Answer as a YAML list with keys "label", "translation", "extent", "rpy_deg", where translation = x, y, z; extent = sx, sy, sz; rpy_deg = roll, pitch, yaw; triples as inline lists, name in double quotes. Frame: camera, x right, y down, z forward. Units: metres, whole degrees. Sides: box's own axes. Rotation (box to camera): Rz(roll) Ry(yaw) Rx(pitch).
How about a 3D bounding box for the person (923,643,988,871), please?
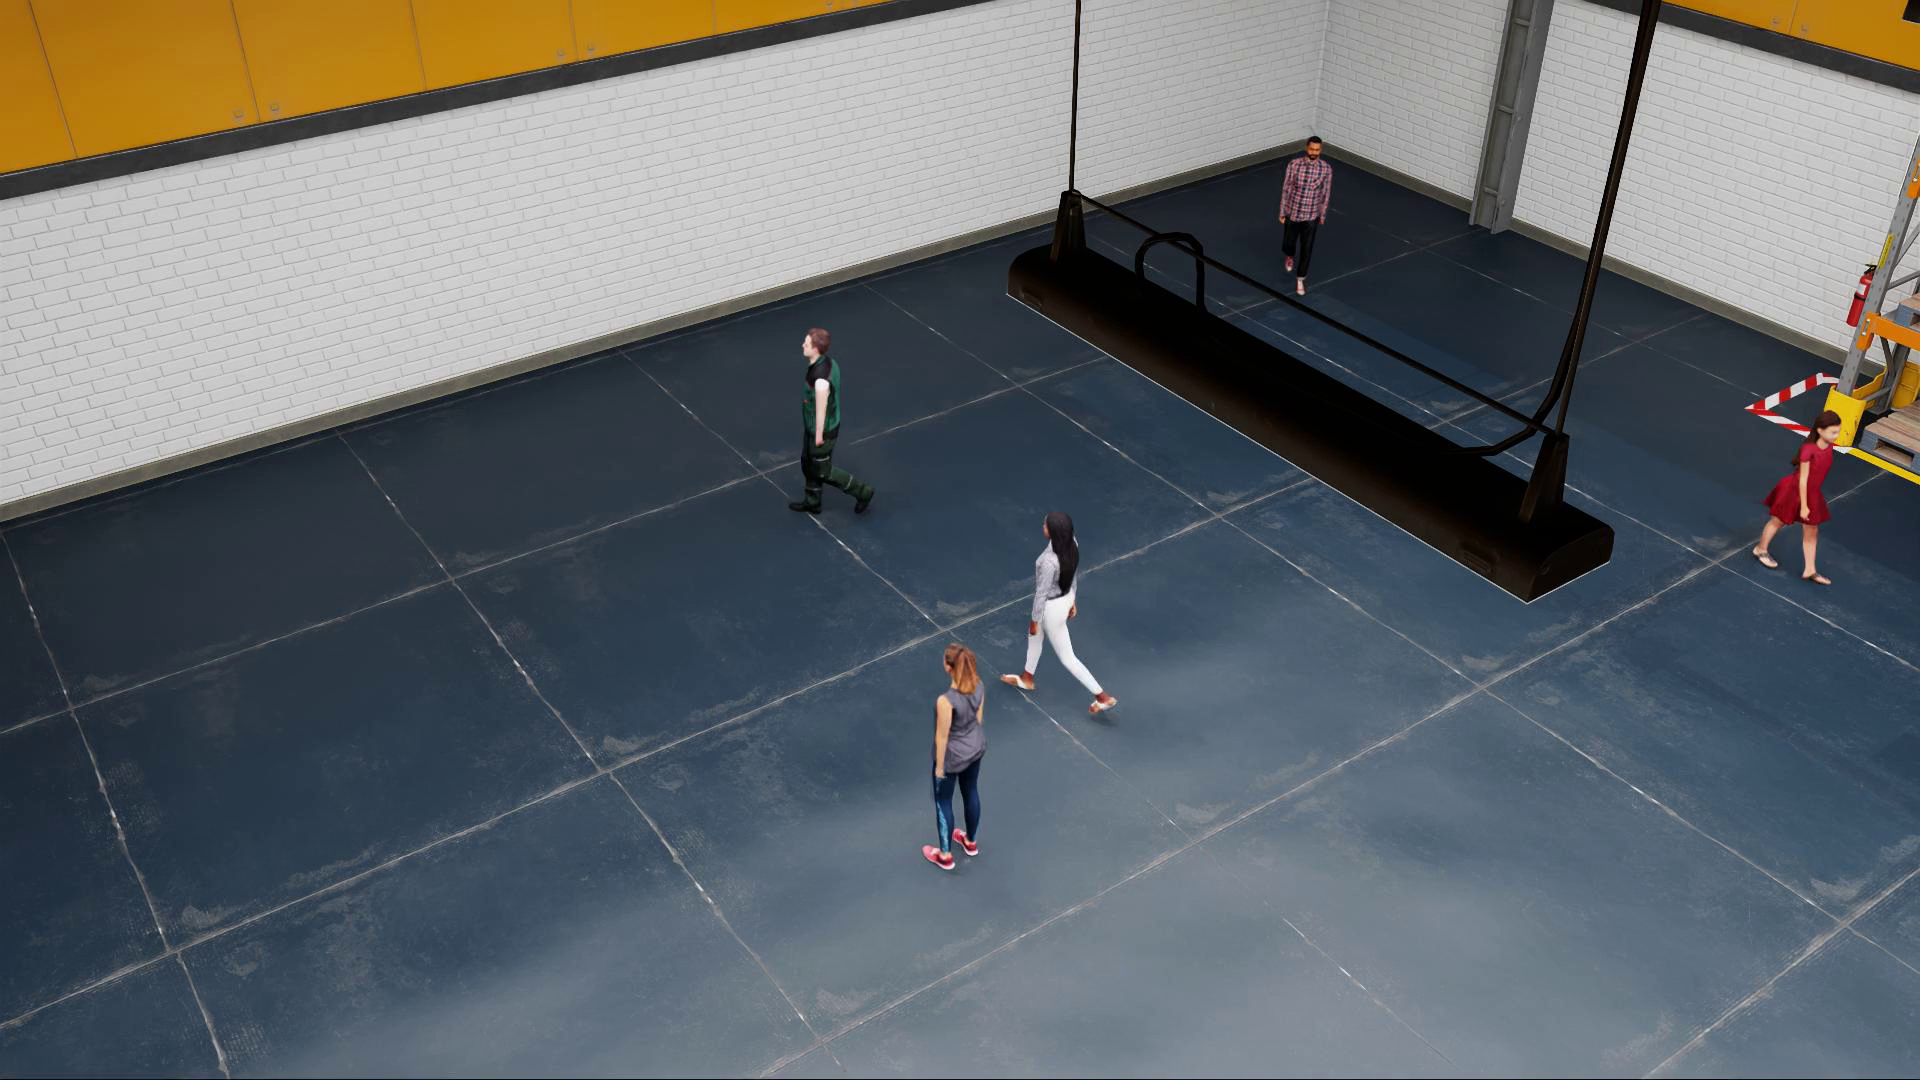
- label: "person"
  translation: [0.004, 1.411, 10.911]
  extent: [0.603, 1.725, 0.634]
  rpy_deg: [28, 43, 35]

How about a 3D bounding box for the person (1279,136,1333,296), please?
- label: "person"
  translation: [3.820, -3.663, 18.533]
  extent: [1.047, 1.739, 1.089]
  rpy_deg: [7, 34, 10]

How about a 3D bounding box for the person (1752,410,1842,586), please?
- label: "person"
  translation: [6.932, -0.417, 13.845]
  extent: [0.641, 1.522, 0.977]
  rpy_deg: [-14, 36, -20]

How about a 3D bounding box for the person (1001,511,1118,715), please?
- label: "person"
  translation: [0.784, 0.561, 12.228]
  extent: [1.271, 1.683, 0.967]
  rpy_deg: [16, 37, 23]

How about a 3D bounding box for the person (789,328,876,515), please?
- label: "person"
  translation: [-1.131, -0.981, 14.419]
  extent: [1.024, 1.827, 1.056]
  rpy_deg: [-1, 34, -2]
